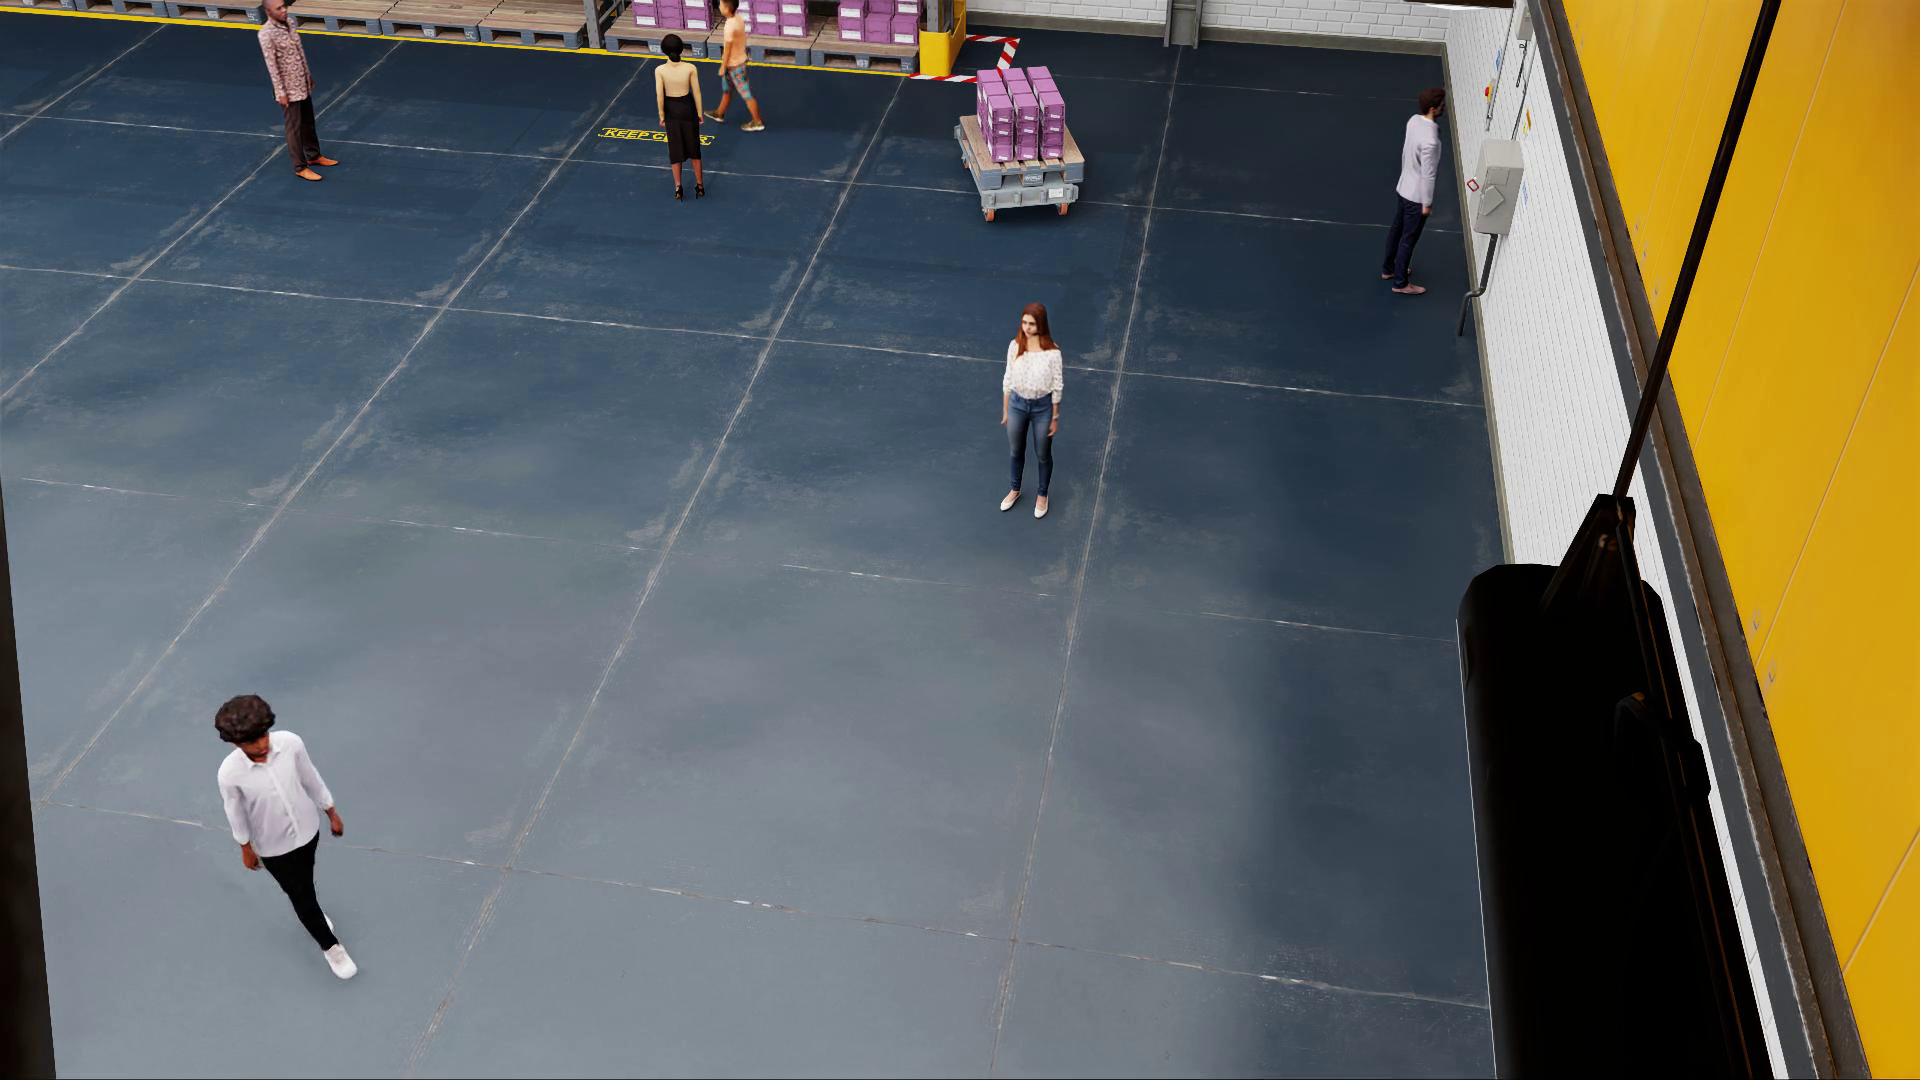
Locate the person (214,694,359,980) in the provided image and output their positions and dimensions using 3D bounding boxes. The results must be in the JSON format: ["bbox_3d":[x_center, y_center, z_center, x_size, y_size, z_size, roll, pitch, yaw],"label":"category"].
[{"bbox_3d":[-3.651,1.485,8.869,1.062,1.788,0.927,27,46,30],"label":"person"}]

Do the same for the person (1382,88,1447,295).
[{"bbox_3d":[3.966,-3.061,14.509,0.686,1.853,0.741,-4,39,-5],"label":"person"}]

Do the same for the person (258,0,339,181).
[{"bbox_3d":[-6.547,-4.462,16.299,0.573,1.808,0.694,8,39,9],"label":"person"}]

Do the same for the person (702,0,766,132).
[{"bbox_3d":[-2.237,-4.912,17.163,0.936,1.432,0.622,3,39,3],"label":"person"}]

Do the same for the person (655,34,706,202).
[{"bbox_3d":[-2.669,-4.036,15.889,0.589,1.653,0.710,-8,39,-9],"label":"person"}]

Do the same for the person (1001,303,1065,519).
[{"bbox_3d":[0.518,-0.943,11.957,0.486,1.728,0.674,13,40,16],"label":"person"}]
